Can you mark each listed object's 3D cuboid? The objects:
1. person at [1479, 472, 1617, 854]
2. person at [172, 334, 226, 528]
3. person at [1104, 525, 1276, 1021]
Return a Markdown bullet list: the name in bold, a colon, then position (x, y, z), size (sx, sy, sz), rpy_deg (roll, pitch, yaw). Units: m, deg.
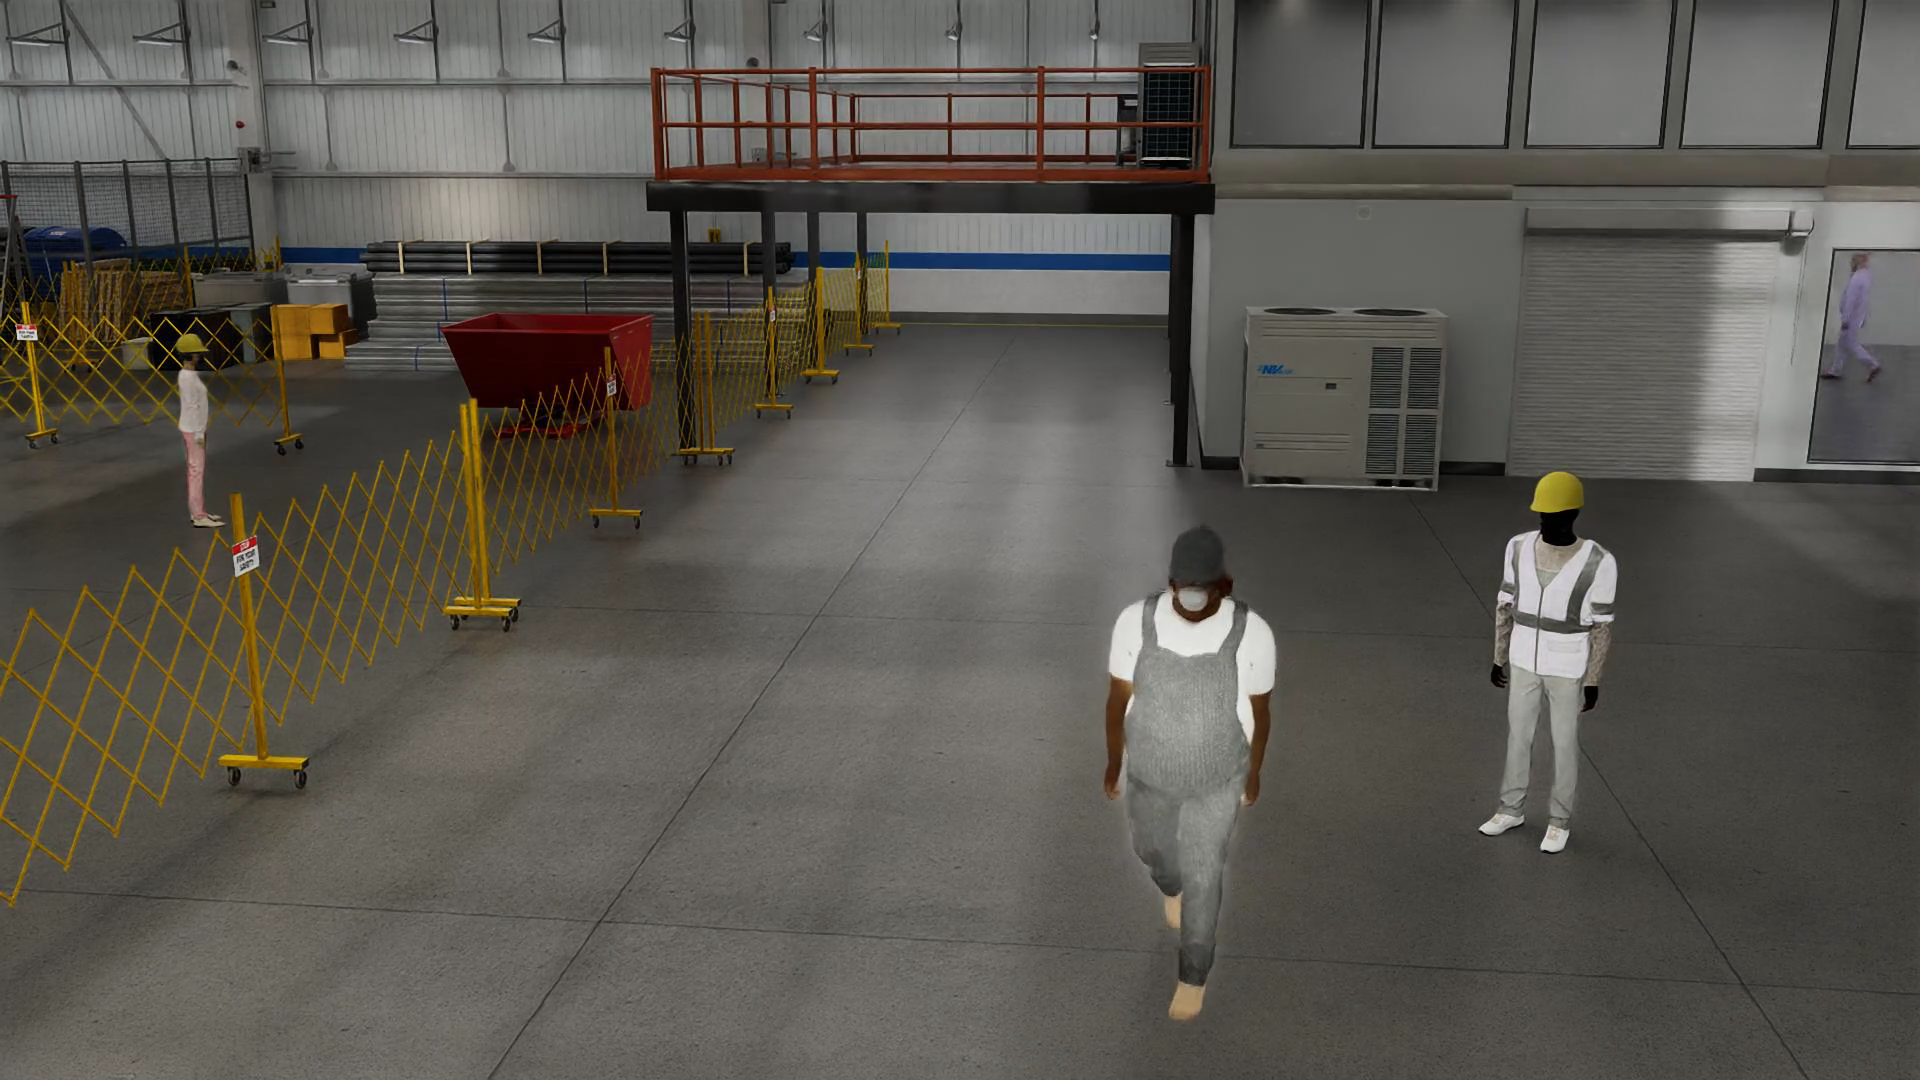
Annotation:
- **person**: position (2.934, 0.604, 8.309), size (0.588, 1.927, 0.370), rpy_deg (13, 19, 42)
- **person**: position (-6.966, -0.998, 15.192), size (0.313, 1.769, 0.523), rpy_deg (-7, 15, -26)
- **person**: position (0.962, 0.867, 6.996), size (0.685, 2.000, 0.899), rpy_deg (5, 14, 18)
